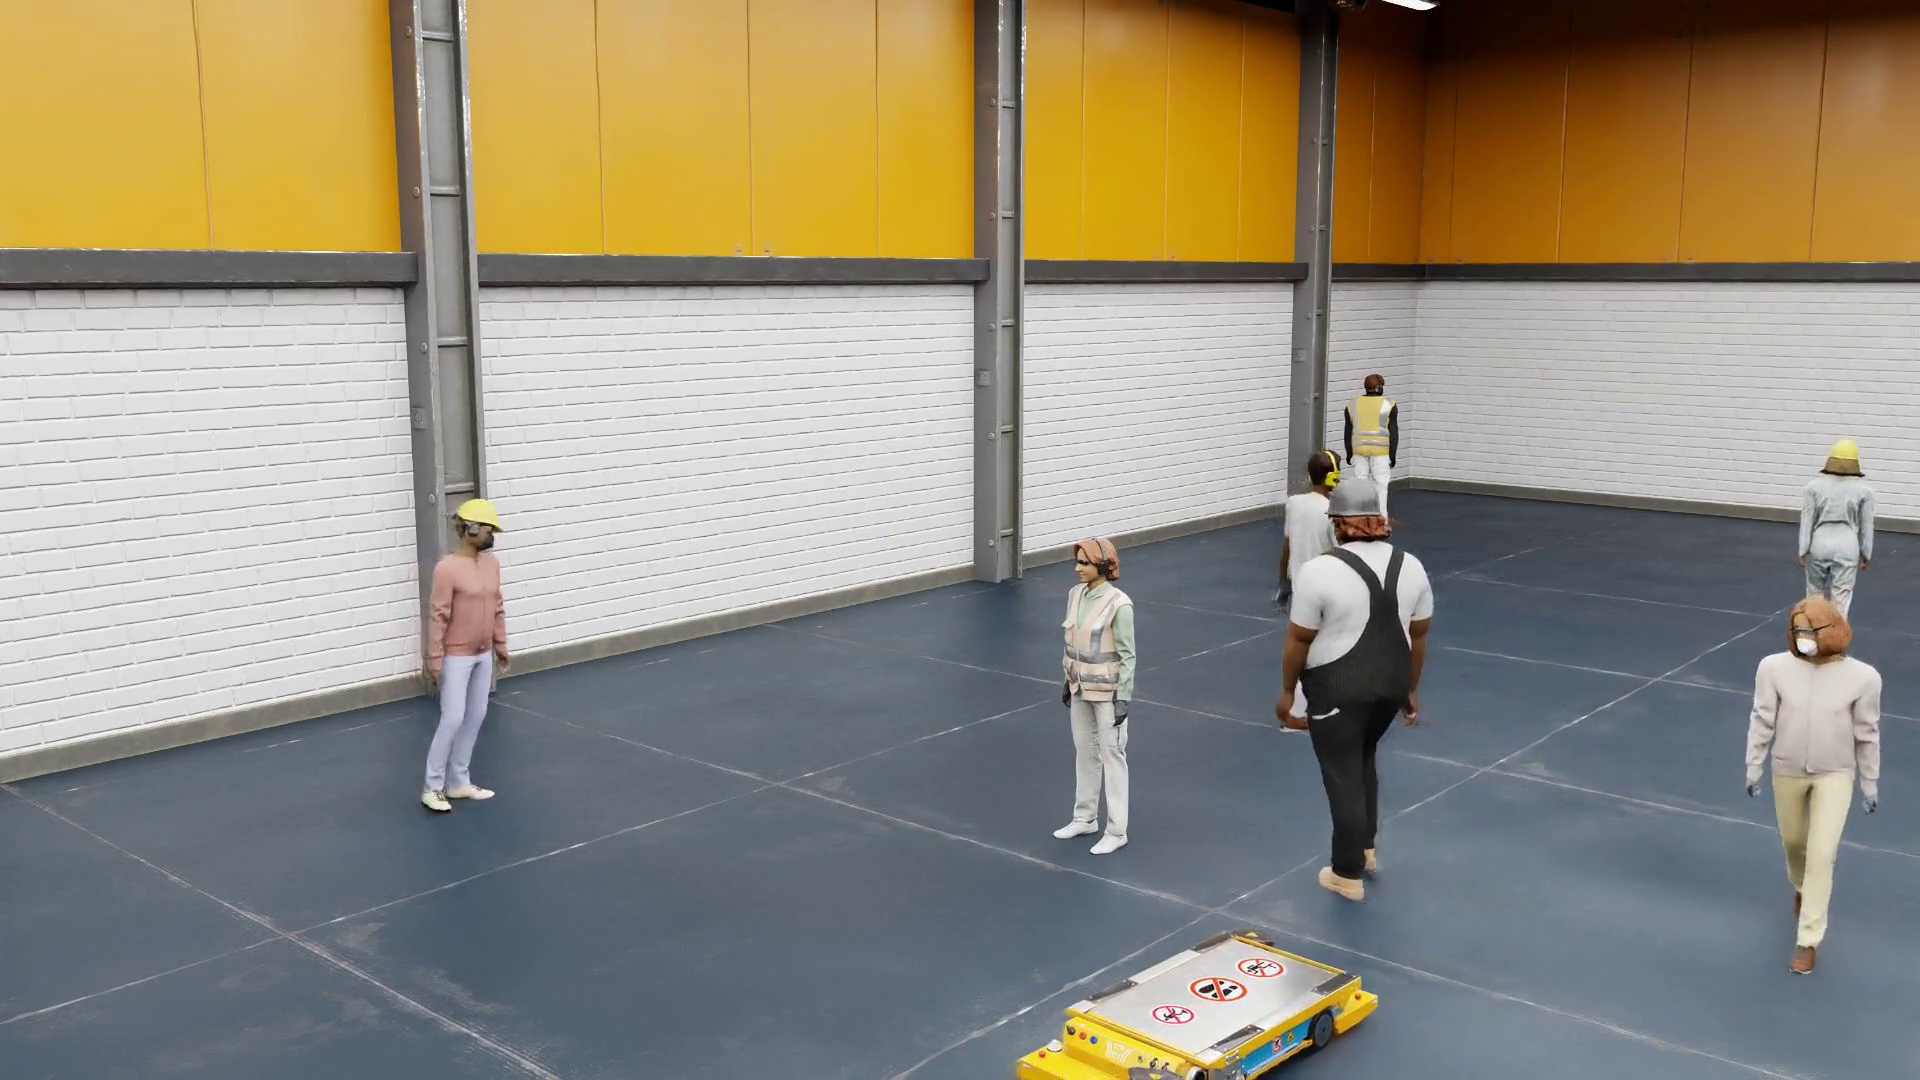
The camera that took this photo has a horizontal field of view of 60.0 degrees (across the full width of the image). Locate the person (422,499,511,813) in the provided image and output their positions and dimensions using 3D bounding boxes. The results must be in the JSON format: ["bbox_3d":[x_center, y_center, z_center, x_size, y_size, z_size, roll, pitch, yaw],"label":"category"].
[{"bbox_3d":[-2.767,0.640,9.336,0.356,1.731,0.587,4,10,22],"label":"person"}]

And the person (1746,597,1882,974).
[{"bbox_3d":[3.780,1.021,7.360,0.532,1.591,0.824,6,11,35],"label":"person"}]

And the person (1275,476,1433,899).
[{"bbox_3d":[1.854,0.681,8.084,0.692,2.000,0.671,-4,10,-24],"label":"person"}]

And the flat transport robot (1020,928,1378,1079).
[{"bbox_3d":[0.946,1.837,6.364,0.652,0.197,1.431,9,12,43],"label":"flat transport robot"}]

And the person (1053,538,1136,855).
[{"bbox_3d":[0.707,0.797,8.607,0.309,1.639,0.523,-6,11,-32],"label":"person"}]

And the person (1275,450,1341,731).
[{"bbox_3d":[2.397,0.327,10.910,0.719,1.843,0.553,-6,11,-34],"label":"person"}]

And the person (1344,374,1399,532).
[{"bbox_3d":[4.770,-1.003,19.291,0.624,1.841,0.430,5,10,29],"label":"person"}]

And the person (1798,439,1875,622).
[{"bbox_3d":[6.791,0.075,12.897,0.506,1.717,0.728,5,10,29],"label":"person"}]
